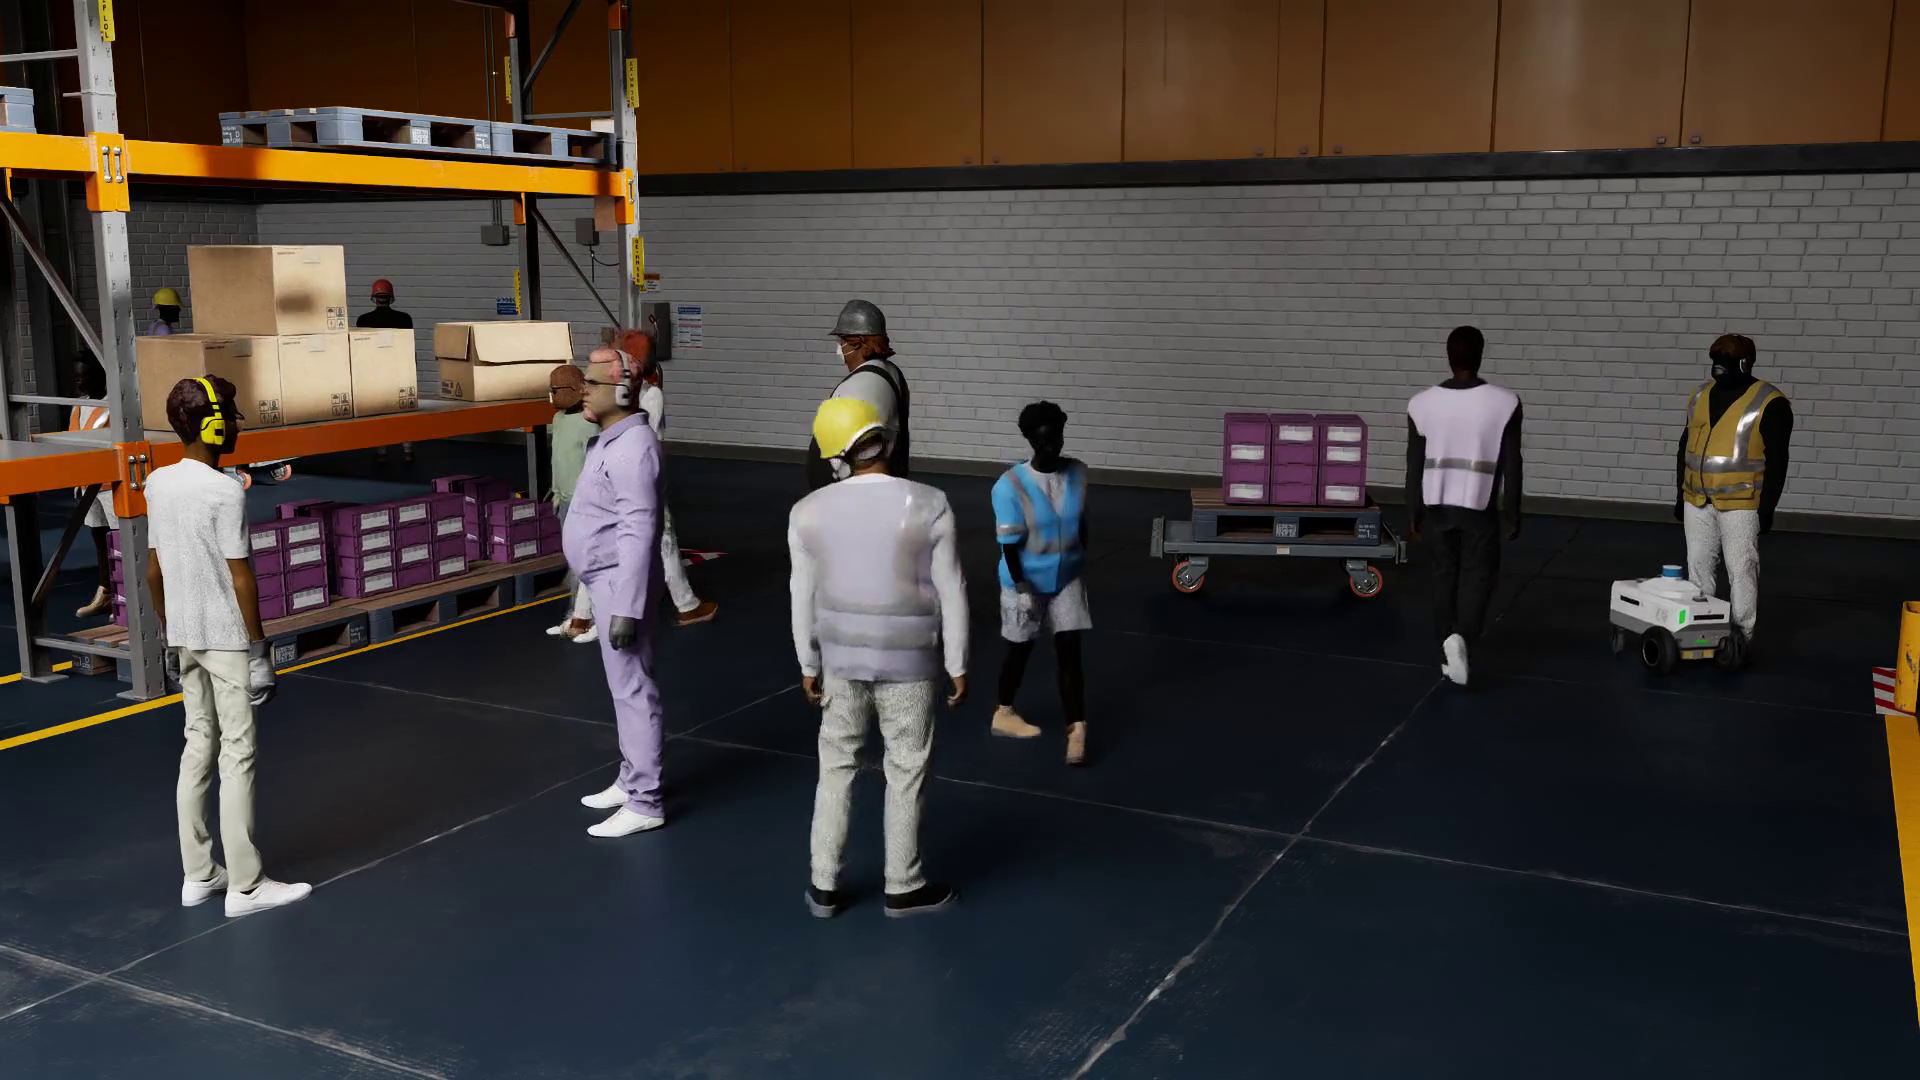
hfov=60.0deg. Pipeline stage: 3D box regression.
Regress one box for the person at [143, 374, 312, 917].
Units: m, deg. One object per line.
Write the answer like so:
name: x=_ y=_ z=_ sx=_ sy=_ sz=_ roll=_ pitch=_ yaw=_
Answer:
person: x=-2.559 y=0.366 z=5.751 sx=0.531 sy=1.870 sz=0.317 roll=6 pitch=11 yaw=29

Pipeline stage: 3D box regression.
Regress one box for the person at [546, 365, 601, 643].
person: x=-2.258 y=-0.214 z=9.793 sx=0.285 sy=1.631 sz=0.501 roll=-8 pitch=13 yaw=-39

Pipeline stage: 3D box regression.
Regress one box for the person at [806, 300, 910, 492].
person: x=-0.550 y=-0.259 z=8.872 sx=0.537 sy=2.000 sz=0.683 roll=2 pitch=10 yaw=13

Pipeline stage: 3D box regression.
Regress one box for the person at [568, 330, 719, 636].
person: x=-1.957 y=-0.337 z=9.964 sx=0.592 sy=1.832 sz=1.017 roll=8 pitch=13 yaw=40

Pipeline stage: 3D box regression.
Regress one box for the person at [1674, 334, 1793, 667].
person: x=4.222 y=-0.216 z=9.200 sx=0.429 sy=1.841 sz=0.633 roll=-5 pitch=11 yaw=-29

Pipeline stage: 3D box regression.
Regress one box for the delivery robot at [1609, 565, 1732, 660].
delivery robot: x=3.919 y=0.381 z=9.192 sx=0.477 sy=0.478 sz=0.707 roll=-2 pitch=10 yaw=-11

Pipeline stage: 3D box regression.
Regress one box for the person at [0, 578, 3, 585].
person: x=-6.818 y=-0.566 z=11.246 sx=0.429 sy=1.840 sz=0.624 roll=6 pitch=11 yaw=30

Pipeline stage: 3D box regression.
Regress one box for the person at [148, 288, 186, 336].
person: x=-8.083 y=-1.612 z=17.039 sx=0.382 sy=1.924 sz=0.594 roll=-6 pitch=12 yaw=-32

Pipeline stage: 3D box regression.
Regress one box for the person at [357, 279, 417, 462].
person: x=-6.257 y=-1.846 z=18.192 sx=0.610 sy=1.996 sz=0.378 roll=-5 pitch=11 yaw=-25

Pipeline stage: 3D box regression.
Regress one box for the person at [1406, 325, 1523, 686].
person: x=2.645 y=-0.177 z=8.792 sx=0.603 sy=1.901 sz=0.730 roll=5 pitch=11 yaw=28

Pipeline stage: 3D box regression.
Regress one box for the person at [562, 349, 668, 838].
person: x=-1.354 y=0.203 z=6.572 sx=0.410 sy=1.913 sz=0.651 roll=-3 pitch=10 yaw=-14

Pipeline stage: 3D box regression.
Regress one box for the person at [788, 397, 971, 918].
person: x=-0.276 y=0.420 z=5.676 sx=0.639 sy=1.795 sz=0.409 roll=3 pitch=10 yaw=17

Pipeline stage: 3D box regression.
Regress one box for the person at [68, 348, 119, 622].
person: x=-5.310 y=-0.339 z=10.328 sx=0.530 sy=1.697 sz=0.321 roll=6 pitch=11 yaw=29

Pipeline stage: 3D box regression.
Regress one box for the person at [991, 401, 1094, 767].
person: x=0.371 y=0.180 z=7.511 sx=0.537 sy=1.631 sz=0.737 roll=-4 pitch=11 yaw=-23
